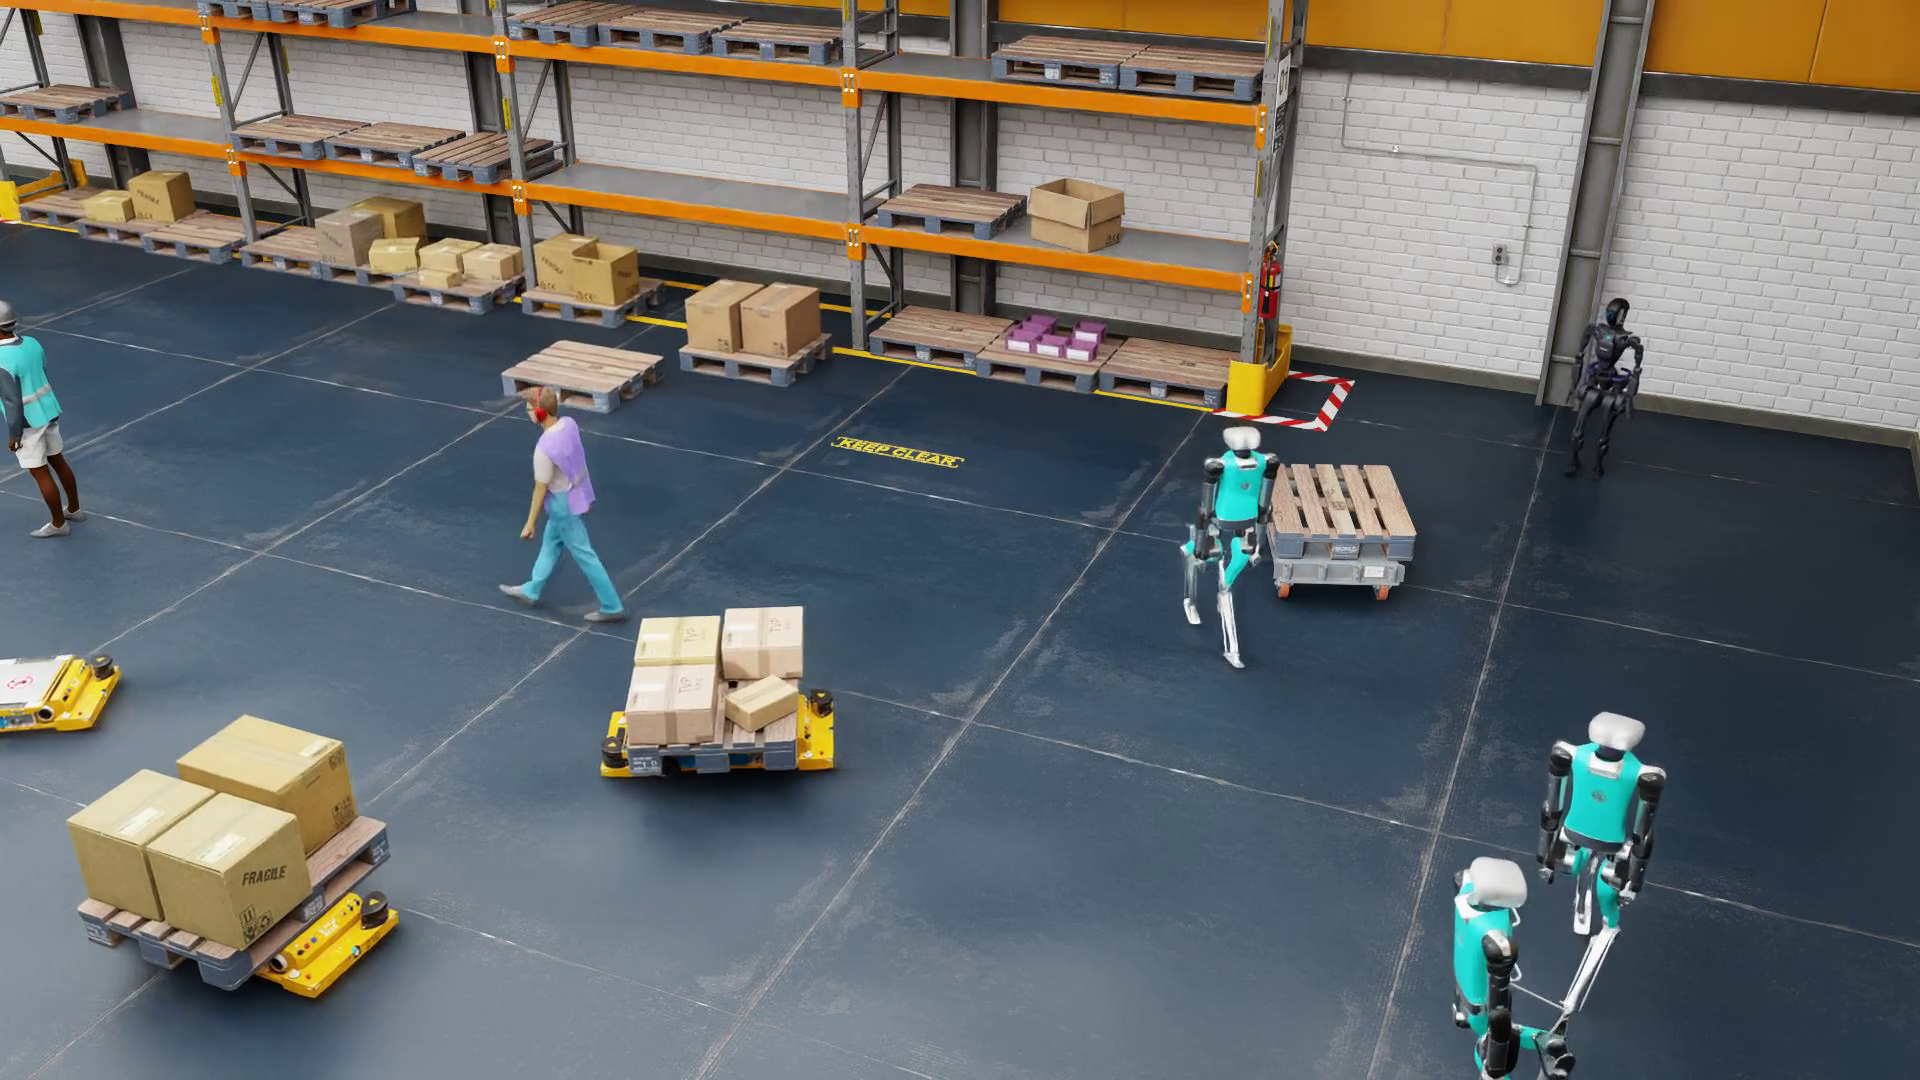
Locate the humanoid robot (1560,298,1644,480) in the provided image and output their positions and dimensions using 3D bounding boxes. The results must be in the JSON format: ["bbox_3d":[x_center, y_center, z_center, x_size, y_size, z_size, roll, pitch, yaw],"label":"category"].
[{"bbox_3d":[5.368,-1.254,13.837,0.600,1.644,0.419,23,35,38],"label":"humanoid robot"}]

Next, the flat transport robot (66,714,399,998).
[{"bbox_3d":[-3.837,2.022,9.010,1.431,0.231,0.659,11,29,21],"label":"flat transport robot"}]

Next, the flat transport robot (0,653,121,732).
[{"bbox_3d":[-6.366,1.046,10.903,1.431,0.231,0.659,-4,28,-8],"label":"flat transport robot"}]

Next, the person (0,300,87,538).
[{"bbox_3d":[-7.217,-0.942,12.937,0.428,1.938,0.566,1,27,2],"label":"person"}]

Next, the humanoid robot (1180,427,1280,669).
[{"bbox_3d":[1.783,-0.045,11.488,0.539,1.768,1.057,-7,28,-13],"label":"humanoid robot"}]

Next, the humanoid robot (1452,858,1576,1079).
[{"bbox_3d":[2.406,2.112,7.232,0.976,1.733,0.541,-1,27,-2],"label":"humanoid robot"}]

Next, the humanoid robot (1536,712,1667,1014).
[{"bbox_3d":[3.266,1.515,8.464,0.539,1.787,1.033,16,31,28],"label":"humanoid robot"}]

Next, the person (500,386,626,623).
[{"bbox_3d":[-2.885,-0.234,11.729,0.975,1.781,0.579,2,27,3],"label":"person"}]

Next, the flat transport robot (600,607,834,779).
[{"bbox_3d":[-1.521,1.226,10.554,1.431,0.231,0.659,-2,27,-4],"label":"flat transport robot"}]
